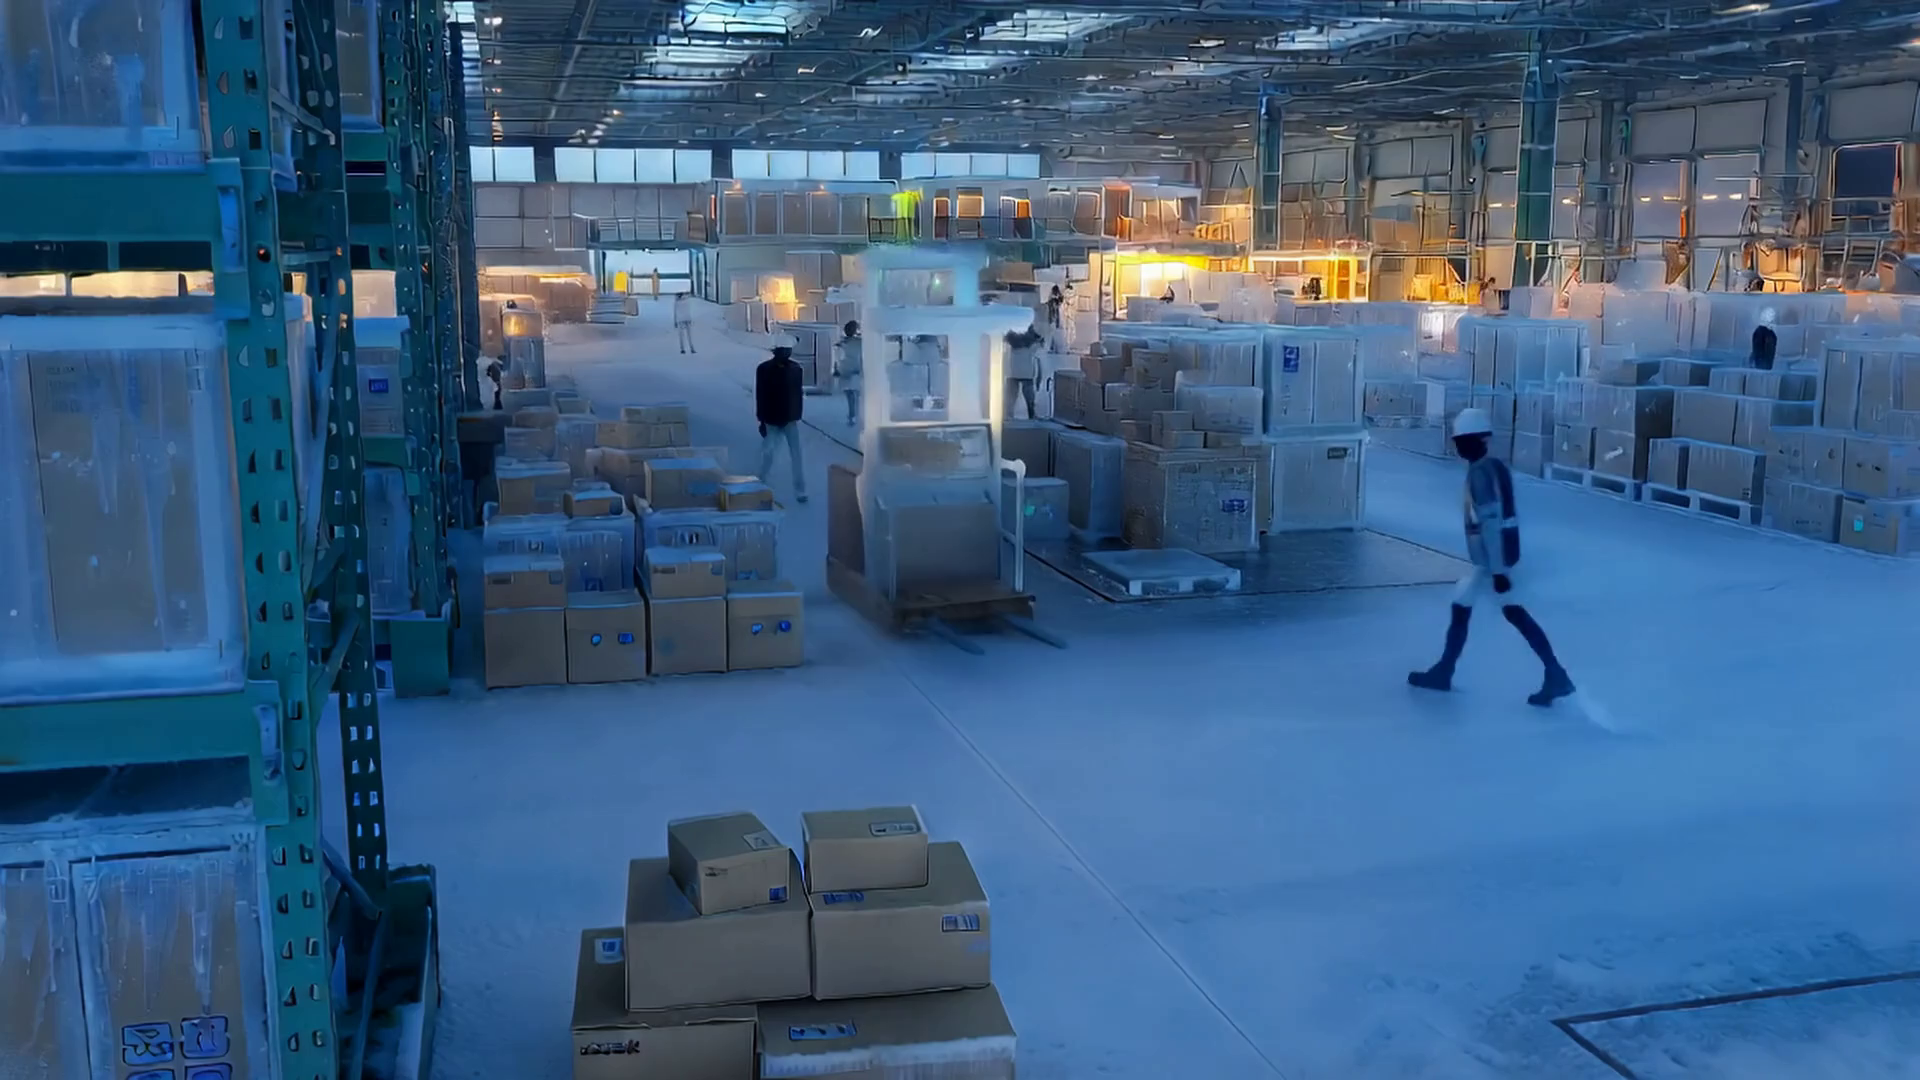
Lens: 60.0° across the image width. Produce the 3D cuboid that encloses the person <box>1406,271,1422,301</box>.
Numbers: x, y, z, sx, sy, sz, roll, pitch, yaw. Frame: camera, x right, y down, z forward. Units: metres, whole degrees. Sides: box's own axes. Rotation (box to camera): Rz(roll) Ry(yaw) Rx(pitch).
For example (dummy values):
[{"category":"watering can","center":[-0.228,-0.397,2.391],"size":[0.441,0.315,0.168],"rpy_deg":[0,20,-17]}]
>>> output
[{"category":"person","center":[19.101,-10.397,70.015],"size":[0.656,1.831,0.430],"rpy_deg":[2,10,11]}]

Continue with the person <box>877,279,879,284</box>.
[{"category":"person","center":[-3.007,-8.457,59.281],"size":[0.297,1.744,0.487],"rpy_deg":[0,10,0]}]

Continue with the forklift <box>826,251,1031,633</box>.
[{"category":"forklift","center":[-0.319,-0.857,13.024],"size":[1.129,2.768,1.873],"rpy_deg":[-4,11,-21]}]

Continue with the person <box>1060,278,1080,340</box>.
[{"category":"person","center":[3.346,-7.047,50.837],"size":[0.623,1.905,0.680],"rpy_deg":[1,10,8]}]

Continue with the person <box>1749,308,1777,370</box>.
[{"category":"person","center":[12.263,-2.576,25.429],"size":[0.349,1.935,0.635],"rpy_deg":[9,13,42]}]

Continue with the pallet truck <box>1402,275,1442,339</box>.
[{"category":"pallet truck","center":[14.620,-7.324,52.145],"size":[0.823,1.965,1.885],"rpy_deg":[8,13,40]}]

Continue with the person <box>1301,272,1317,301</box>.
[{"category":"person","center":[14.829,-10.469,70.543],"size":[0.645,1.785,0.989],"rpy_deg":[9,13,41]}]

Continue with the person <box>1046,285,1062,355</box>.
[{"category":"person","center":[2.502,-5.835,44.120],"size":[0.320,1.858,0.522],"rpy_deg":[-9,14,-42]}]

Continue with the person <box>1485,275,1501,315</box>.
[{"category":"person","center":[19.781,-8.898,61.575],"size":[0.498,1.820,0.947],"rpy_deg":[-7,12,-33]}]

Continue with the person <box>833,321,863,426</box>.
[{"category":"person","center":[-1.793,-2.693,26.857],"size":[0.540,1.667,0.741],"rpy_deg":[-5,11,-25]}]

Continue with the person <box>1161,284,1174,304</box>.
[{"category":"person","center":[5.532,-5.731,43.453],"size":[0.574,1.883,0.355],"rpy_deg":[6,12,32]}]

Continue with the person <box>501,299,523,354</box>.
[{"category":"person","center":[-10.477,-4.805,38.893],"size":[0.513,1.641,0.309],"rpy_deg":[-6,12,-30]}]

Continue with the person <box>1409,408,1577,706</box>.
[{"category":"person","center":[3.428,0.108,10.501],"size":[1.048,1.861,0.554],"rpy_deg":[7,12,36]}]

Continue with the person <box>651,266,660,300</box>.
[{"category":"person","center":[-16.440,-13.889,89.826],"size":[0.544,1.820,0.650],"rpy_deg":[3,10,16]}]

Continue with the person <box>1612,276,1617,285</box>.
[{"category":"person","center":[19.159,-6.709,48.542],"size":[0.673,2.000,0.536],"rpy_deg":[-2,10,-13]}]

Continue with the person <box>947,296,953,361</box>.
[{"category":"person","center":[-0.051,-5.480,41.792],"size":[0.609,1.964,0.367],"rpy_deg":[2,10,12]}]

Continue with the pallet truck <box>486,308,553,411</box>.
[{"category":"pallet truck","center":[-6.242,-2.418,24.362],"size":[0.823,1.965,1.885],"rpy_deg":[1,10,3]}]

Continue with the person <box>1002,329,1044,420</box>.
[{"category":"person","center":[0.892,-2.340,24.094],"size":[0.630,1.940,0.372],"rpy_deg":[4,11,21]}]

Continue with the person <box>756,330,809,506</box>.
[{"category":"person","center":[-2.050,-1.389,18.700],"size":[0.618,1.952,1.026],"rpy_deg":[-5,11,-28]}]

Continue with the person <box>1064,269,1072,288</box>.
[{"category":"person","center":[4.378,-10.297,69.234],"size":[0.587,1.912,0.376],"rpy_deg":[-1,10,-4]}]

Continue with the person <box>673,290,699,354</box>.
[{"category":"person","center":[-7.340,-5.831,44.523],"size":[0.660,1.722,0.347],"rpy_deg":[2,10,11]}]

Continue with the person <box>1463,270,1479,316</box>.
[{"category":"person","center":[20.775,-10.002,67.543],"size":[0.606,1.917,0.743],"rpy_deg":[0,10,-2]}]
